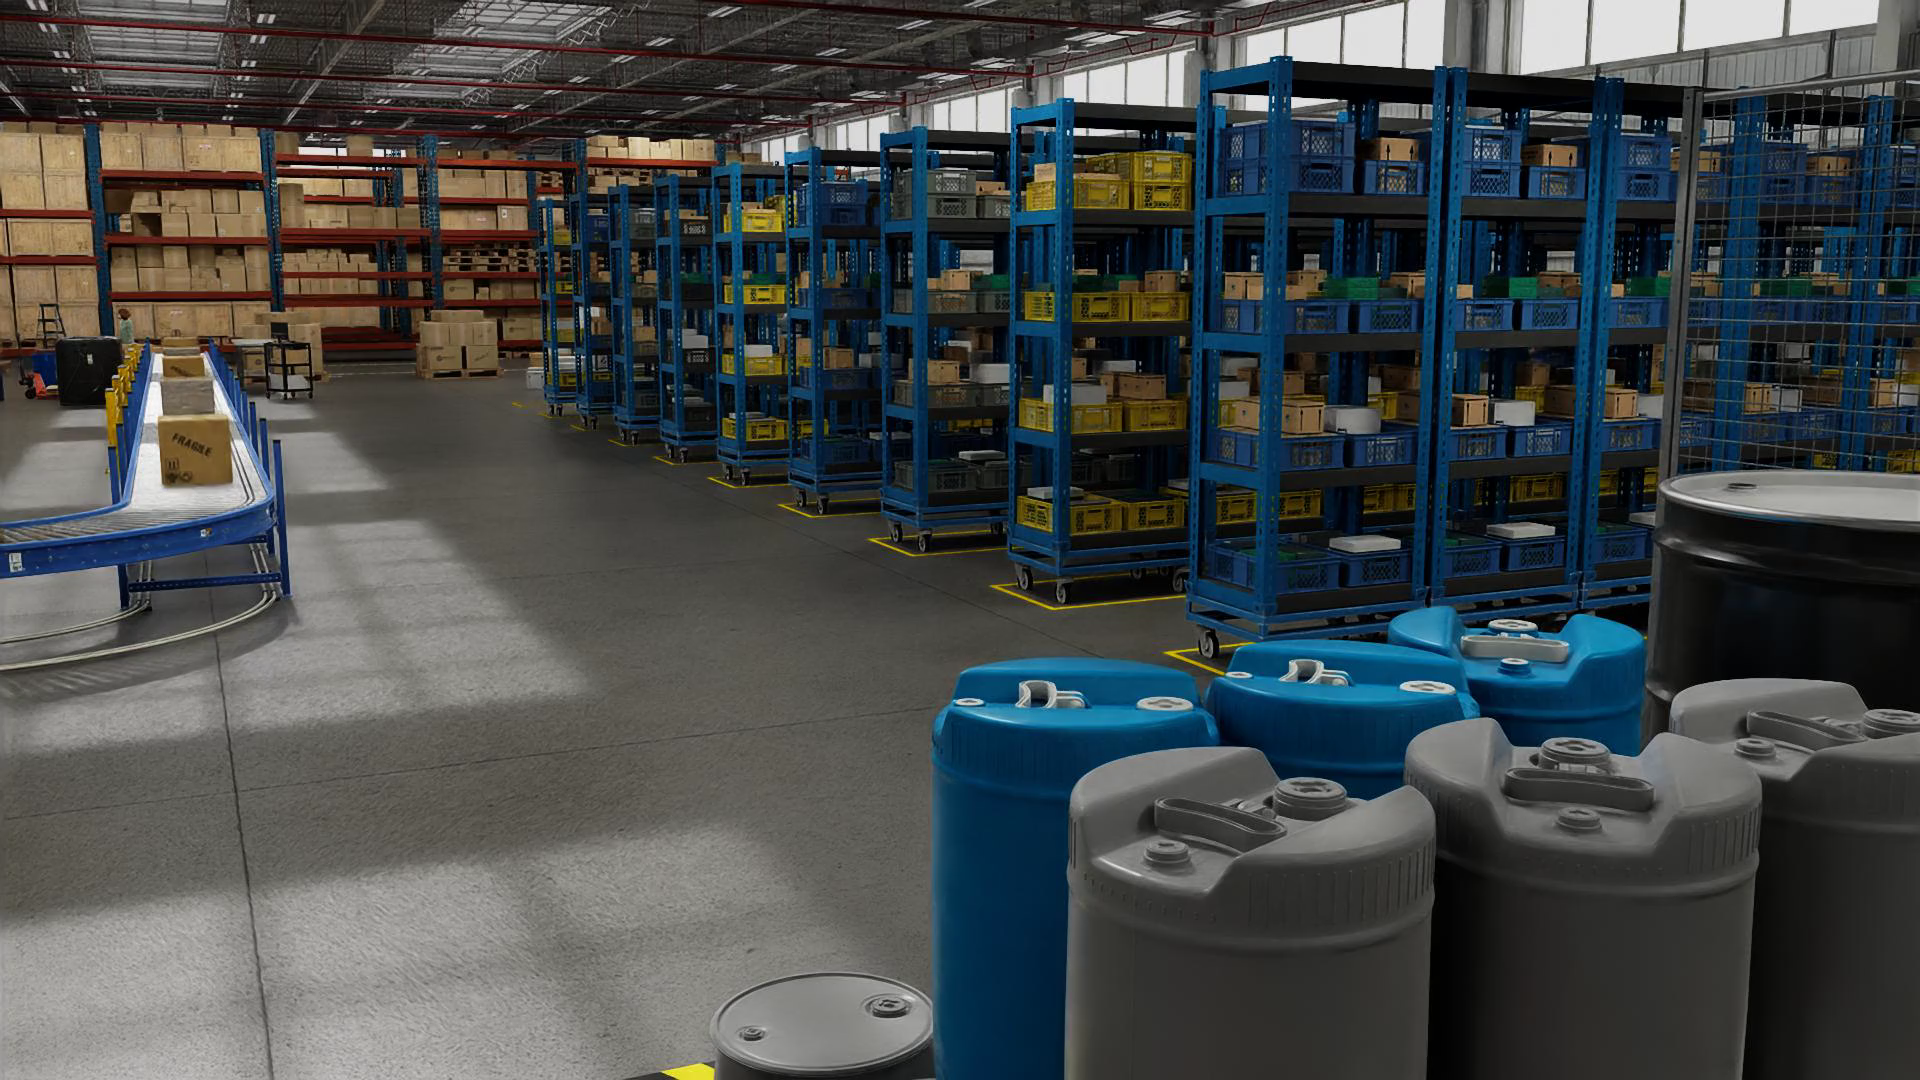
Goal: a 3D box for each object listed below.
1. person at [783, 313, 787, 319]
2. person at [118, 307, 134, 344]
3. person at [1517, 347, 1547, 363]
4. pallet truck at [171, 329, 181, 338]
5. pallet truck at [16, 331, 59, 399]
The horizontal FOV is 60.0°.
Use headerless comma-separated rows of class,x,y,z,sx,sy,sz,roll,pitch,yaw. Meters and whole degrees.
person,-3.271,-3.799,32.673,0.410,1.909,0.643,0,9,-3
person,-18.427,-4.327,36.793,0.507,1.631,0.268,8,12,40
person,5.714,-1.213,16.943,0.618,1.810,0.584,-3,10,-18
pallet truck,-17.275,-3.851,35.096,1.601,1.201,0.680,0,9,1
pallet truck,-17.082,-3.353,31.781,1.630,1.274,0.653,-4,10,-25
